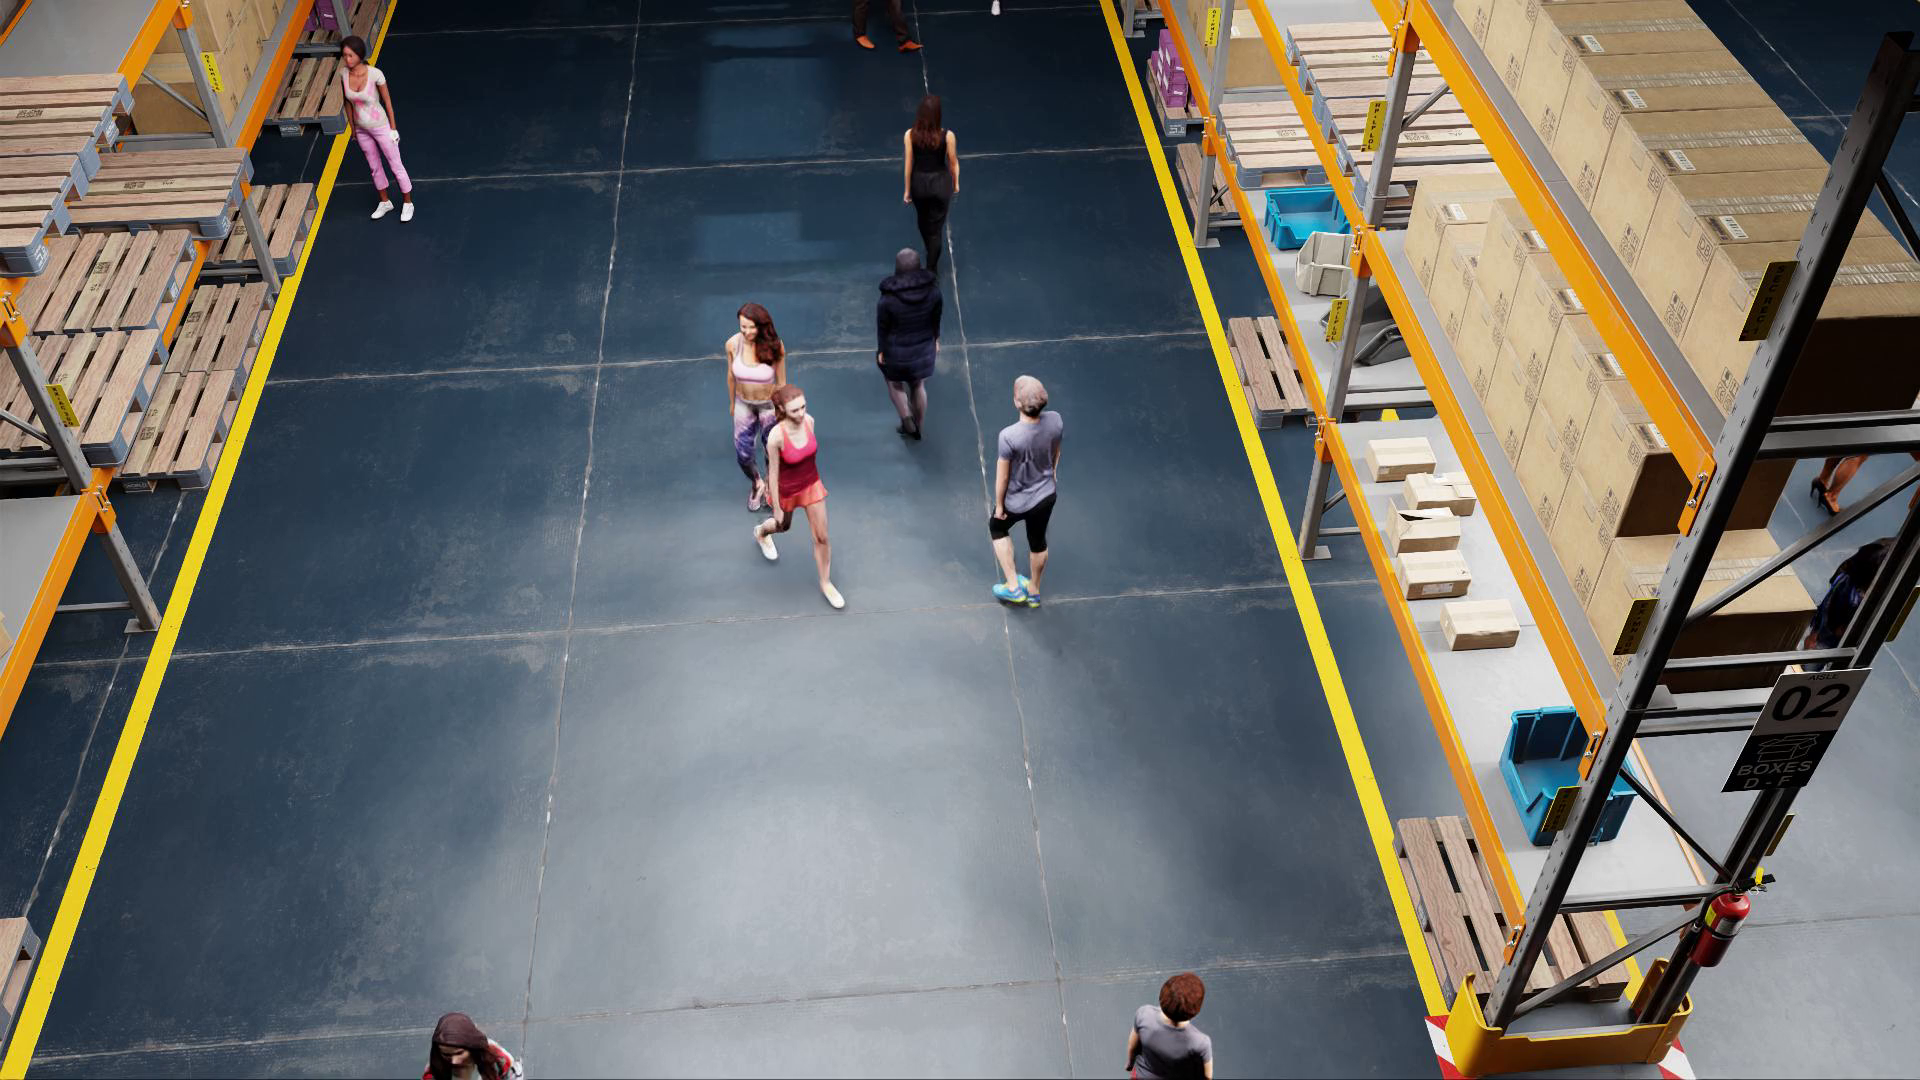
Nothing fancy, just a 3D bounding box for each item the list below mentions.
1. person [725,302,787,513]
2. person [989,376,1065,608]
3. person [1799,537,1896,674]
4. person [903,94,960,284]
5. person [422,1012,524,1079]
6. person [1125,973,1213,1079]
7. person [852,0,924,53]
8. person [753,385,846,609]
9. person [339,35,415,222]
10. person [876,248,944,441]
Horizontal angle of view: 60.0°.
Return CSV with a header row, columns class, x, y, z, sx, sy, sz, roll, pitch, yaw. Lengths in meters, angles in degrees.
class,x,y,z,sx,sy,sz,roll,pitch,yaw
person,-1.421,-0.990,11.859,0.635,1.758,0.648,2,44,2
person,0.487,-0.235,10.985,0.778,1.870,0.772,-18,47,-18
person,5.458,0.559,10.344,0.805,1.605,0.952,11,45,12
person,-0.261,-2.877,13.913,0.740,1.657,1.061,5,44,5
person,-2.319,2.714,8.107,0.664,1.569,1.075,-7,44,-7
person,0.996,2.642,8.125,0.673,1.650,0.697,22,48,21
person,-0.934,-5.860,16.961,1.097,1.772,1.210,-33,53,-30
person,-1.161,-0.372,11.239,0.994,1.718,1.196,-28,50,-27
person,-5.145,-3.613,14.624,0.639,1.742,0.595,7,44,7
person,-0.361,-1.391,12.346,0.752,1.667,0.764,-15,46,-15
